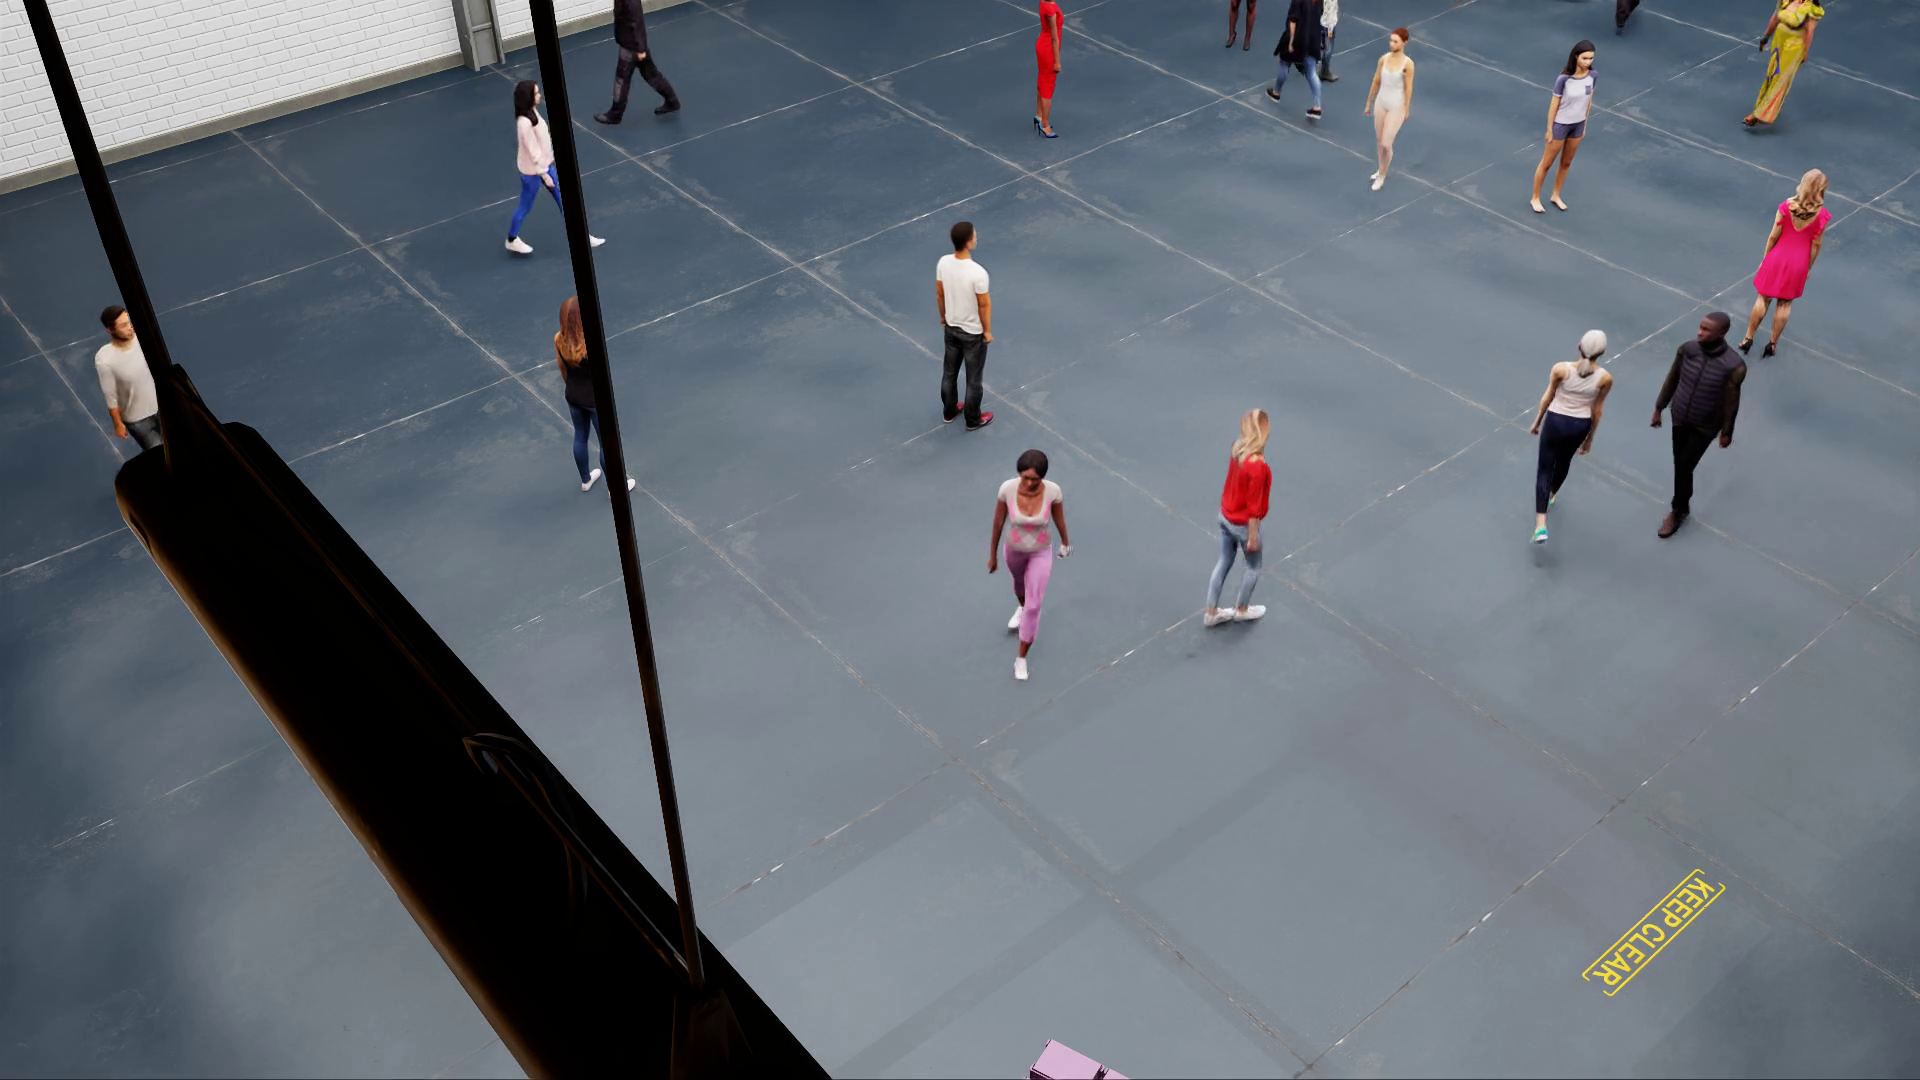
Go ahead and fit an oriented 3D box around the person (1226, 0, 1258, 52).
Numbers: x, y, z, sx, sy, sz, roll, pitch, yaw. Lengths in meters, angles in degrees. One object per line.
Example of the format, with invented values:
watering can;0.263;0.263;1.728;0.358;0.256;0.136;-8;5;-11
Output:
person;3.385;-6.614;19.513;0.663;1.705;0.655;14;41;17

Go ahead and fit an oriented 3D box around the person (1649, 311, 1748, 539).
person;5.481;-0.892;12.262;0.715;1.812;0.758;-25;45;-28

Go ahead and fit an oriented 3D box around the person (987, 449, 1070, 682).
person;0.480;0.037;11.192;1.088;1.695;1.190;8;39;9

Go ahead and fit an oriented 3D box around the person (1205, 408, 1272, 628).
person;1.883;-0.100;11.375;0.776;1.681;0.737;-7;39;-9

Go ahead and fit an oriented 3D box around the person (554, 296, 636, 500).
person;-2.813;-1.076;12.563;0.660;1.723;0.651;18;42;21

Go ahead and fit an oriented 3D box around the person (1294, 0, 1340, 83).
person;4.107;-5.829;18.850;0.822;1.305;0.737;0;39;1

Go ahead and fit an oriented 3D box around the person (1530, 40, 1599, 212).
person;5.938;-4.059;16.291;0.560;1.733;0.702;-10;40;-12

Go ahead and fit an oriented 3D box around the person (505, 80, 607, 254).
person;-4.038;-3.408;15.492;1.234;1.712;1.186;4;39;5

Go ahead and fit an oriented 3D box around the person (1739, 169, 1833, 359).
person;7.030;-2.348;14.153;0.647;1.727;0.654;18;42;21

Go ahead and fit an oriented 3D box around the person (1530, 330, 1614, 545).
person;4.415;-0.731;12.173;1.043;1.672;1.201;8;39;10

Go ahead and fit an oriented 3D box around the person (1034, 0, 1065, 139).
person;0.932;-5.145;17.642;0.651;1.744;0.639;-6;39;-7

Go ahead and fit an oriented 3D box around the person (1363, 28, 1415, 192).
person;4.383;-4.386;16.786;0.605;1.626;0.709;31;48;33

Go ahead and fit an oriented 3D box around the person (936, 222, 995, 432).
person;0.027;-1.703;13.288;0.696;1.799;0.630;24;45;27

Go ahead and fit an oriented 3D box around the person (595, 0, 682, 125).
person;-3.419;-5.334;17.840;1.305;1.793;1.081;-9;39;-11

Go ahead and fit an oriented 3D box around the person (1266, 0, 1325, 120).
person;3.773;-5.347;17.982;1.130;1.636;0.886;-17;42;-20

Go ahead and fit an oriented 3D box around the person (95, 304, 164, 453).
person;-6.131;-0.964;12.361;0.880;1.800;0.806;15;41;18

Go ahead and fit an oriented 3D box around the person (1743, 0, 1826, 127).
person;8.981;-5.313;17.945;1.147;1.629;0.916;-19;42;-22
